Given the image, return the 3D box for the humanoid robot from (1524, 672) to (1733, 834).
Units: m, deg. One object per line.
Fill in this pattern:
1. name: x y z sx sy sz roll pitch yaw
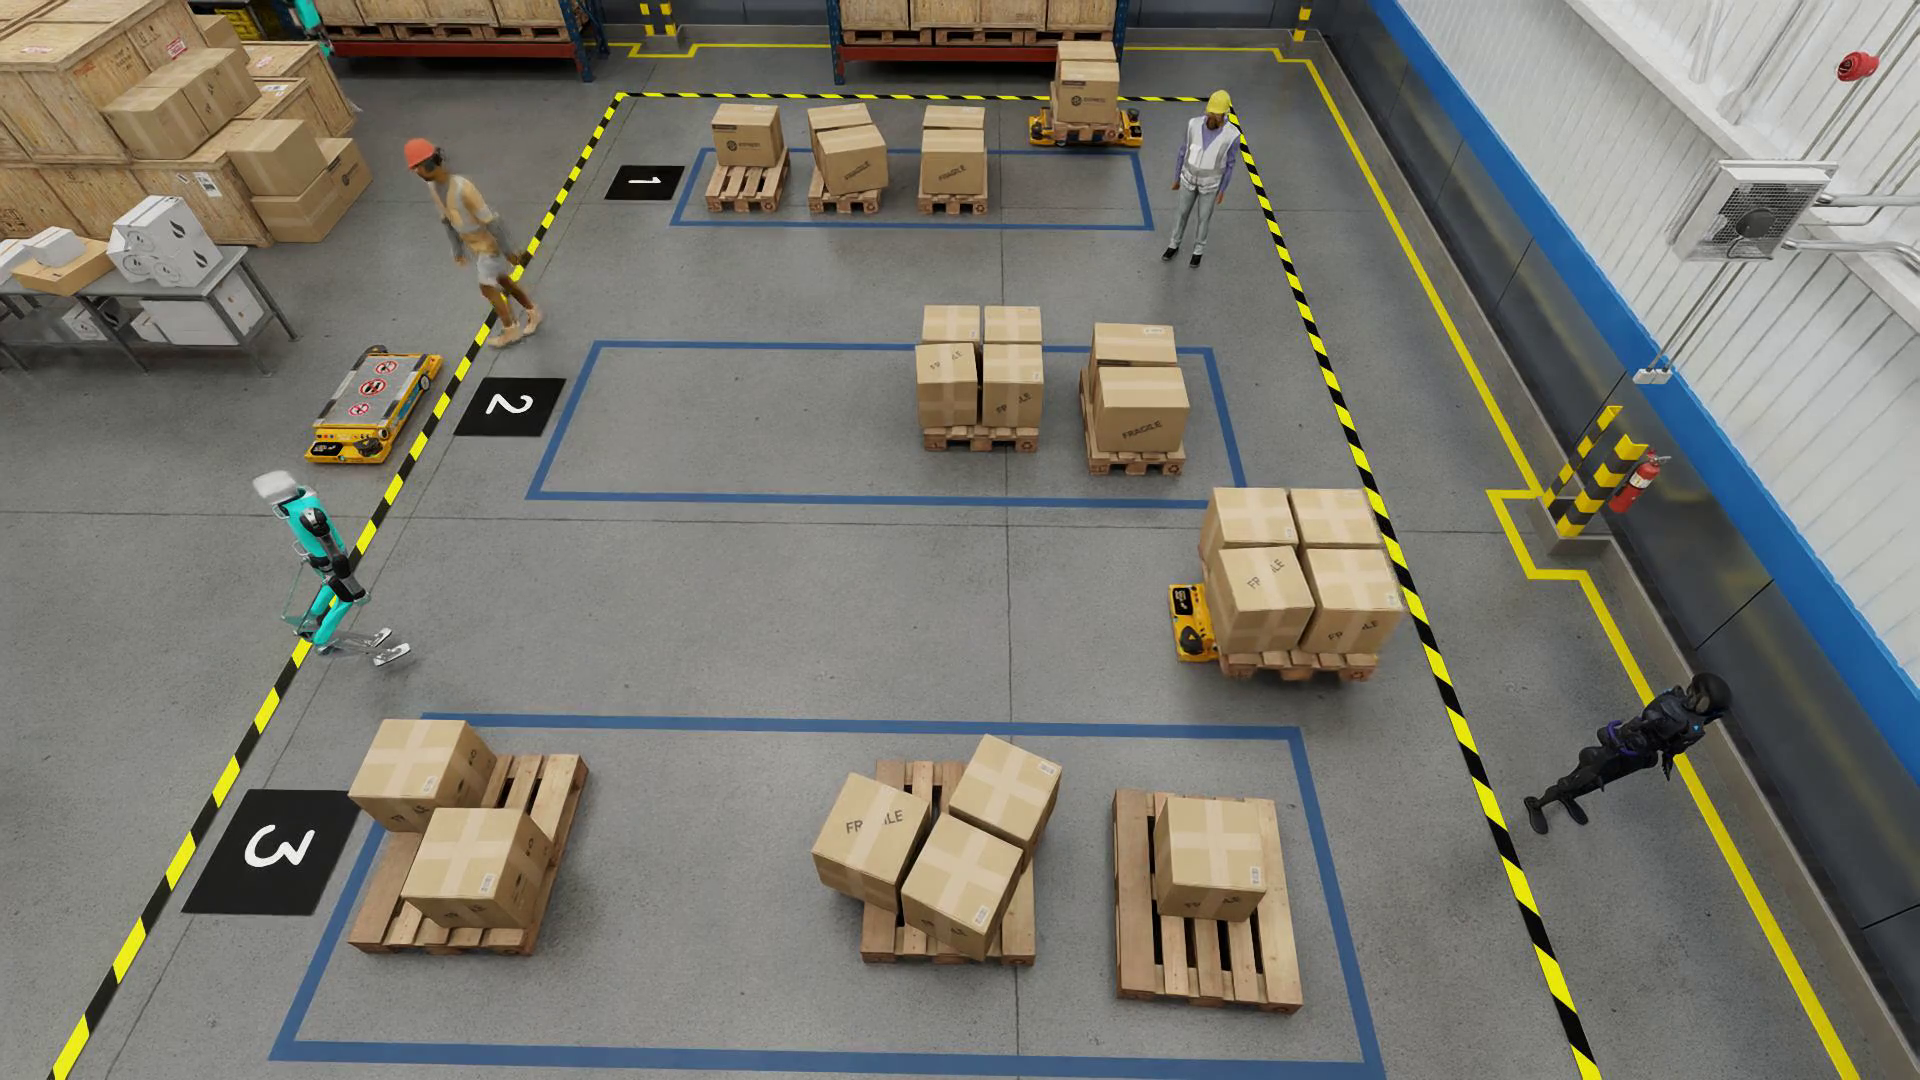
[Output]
1. humanoid robot: 3.925 1.261 5.367 0.599 1.657 0.315 -7 50 -6

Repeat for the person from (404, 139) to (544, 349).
1. person: -4.520 -2.708 8.542 0.710 1.979 0.728 34 58 25

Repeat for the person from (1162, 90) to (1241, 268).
1. person: 2.489 -3.712 9.480 0.589 1.837 0.404 22 53 18

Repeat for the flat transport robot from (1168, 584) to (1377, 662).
1. flat transport robot: 2.324 0.589 6.851 1.431 0.197 0.652 1 50 1

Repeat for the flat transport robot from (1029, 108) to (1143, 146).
1. flat transport robot: 1.624 -5.376 11.898 1.431 0.197 0.652 1 50 1

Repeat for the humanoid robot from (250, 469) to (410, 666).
1. humanoid robot: -4.295 0.306 6.062 0.533 1.671 0.735 34 57 25

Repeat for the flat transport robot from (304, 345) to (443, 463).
1. flat transport robot: -5.383 -1.269 8.441 0.659 0.231 1.431 1 50 1

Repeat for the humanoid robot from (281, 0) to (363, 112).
1. humanoid robot: -8.569 -6.375 11.820 0.964 1.771 0.537 1 50 1
